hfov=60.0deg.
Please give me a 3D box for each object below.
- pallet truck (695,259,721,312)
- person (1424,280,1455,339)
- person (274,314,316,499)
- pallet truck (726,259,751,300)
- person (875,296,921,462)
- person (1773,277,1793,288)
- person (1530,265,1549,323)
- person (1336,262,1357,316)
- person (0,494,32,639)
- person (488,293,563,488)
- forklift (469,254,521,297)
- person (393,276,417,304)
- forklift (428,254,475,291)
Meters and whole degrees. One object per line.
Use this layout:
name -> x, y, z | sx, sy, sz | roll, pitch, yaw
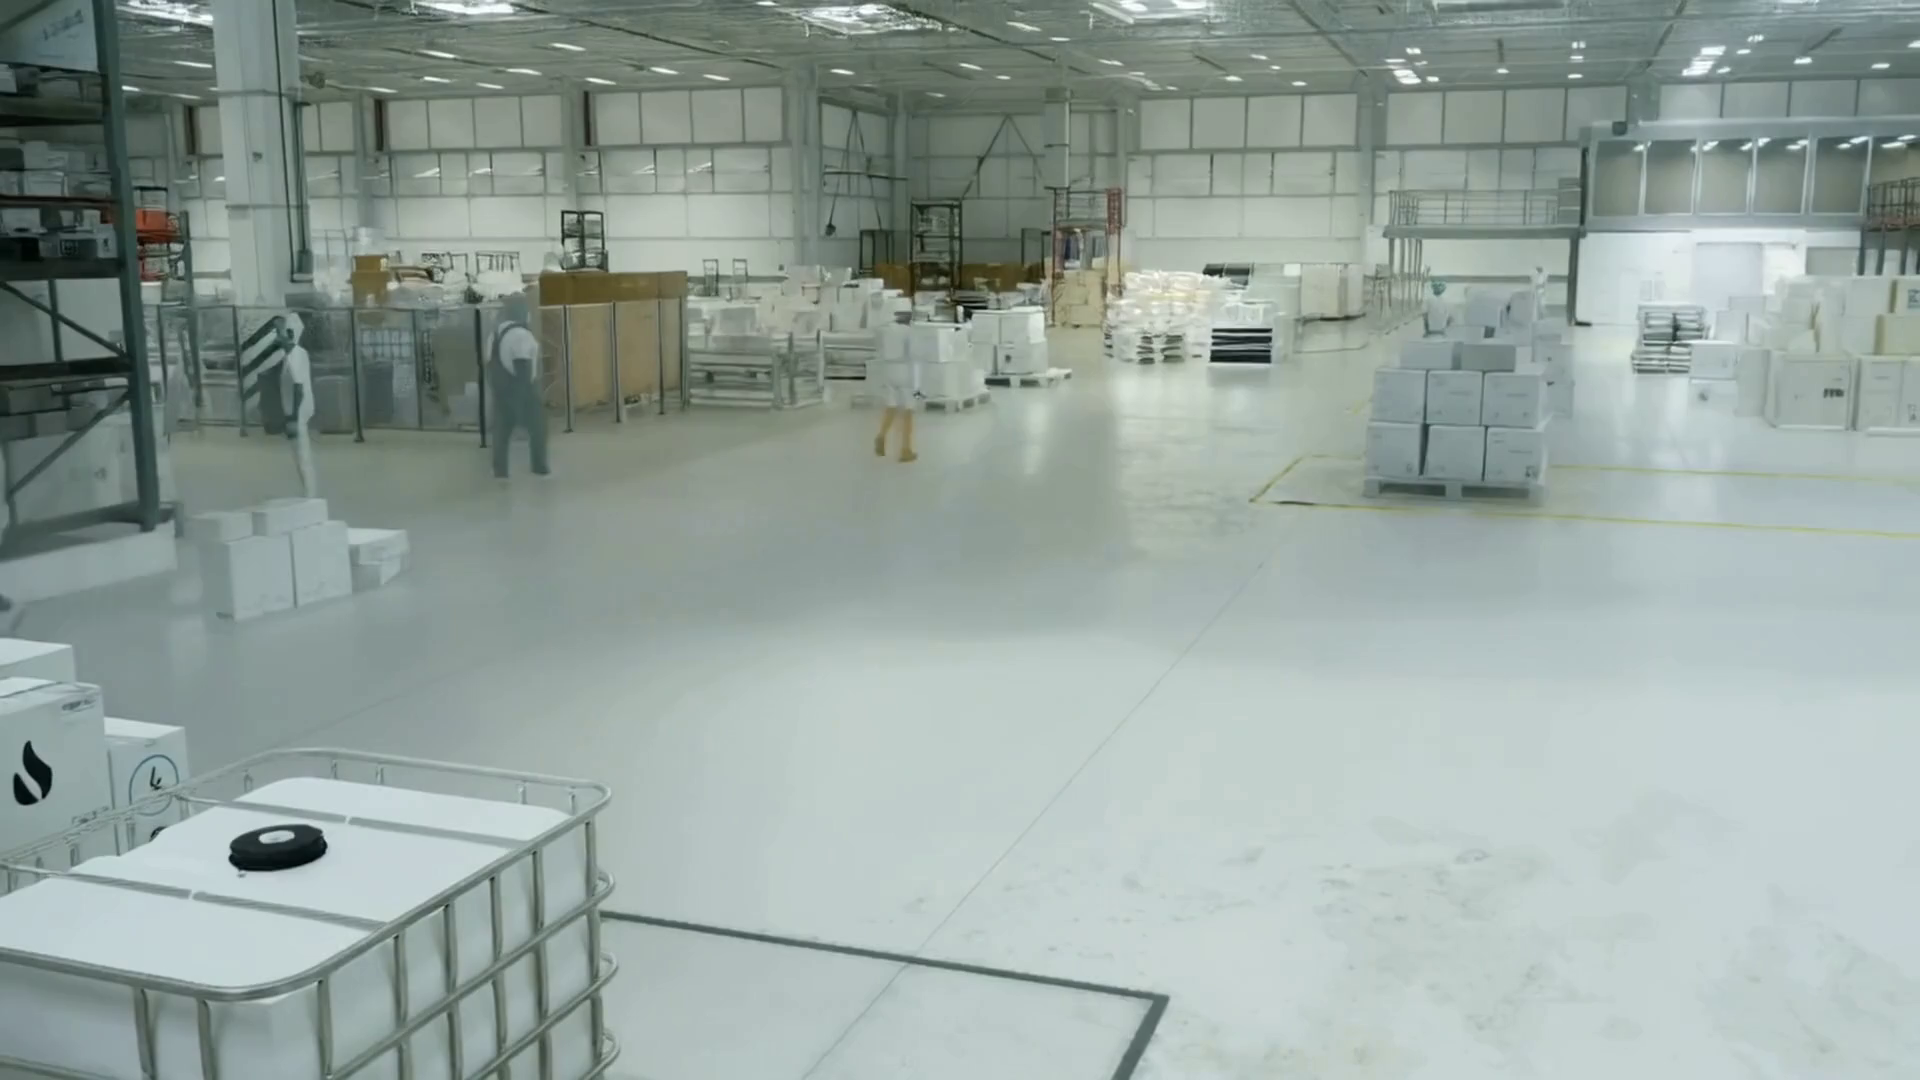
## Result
pallet truck -> -9.165, -9.627, 62.776 | 0.823, 1.965, 1.885 | 4, 11, 23
person -> 8.737, -3.798, 30.307 | 0.521, 1.873, 0.336 | 4, 11, 22
person -> -6.120, -1.137, 15.311 | 0.328, 1.876, 0.514 | -3, 10, -16
pallet truck -> -7.986, -9.493, 62.019 | 0.823, 1.965, 1.885 | 3, 11, 17
person -> -0.708, -1.838, 19.107 | 0.567, 1.924, 0.604 | 6, 12, 29
person -> 13.164, -3.214, 26.665 | 0.623, 1.993, 0.385 | -10, 14, -44
person -> 18.561, -7.883, 53.380 | 0.610, 1.836, 0.956 | 4, 11, 24
person -> 10.499, -6.511, 45.100 | 0.605, 2.044, 0.374 | 9, 13, 41
person -> -5.965, -0.120, 10.119 | 0.443, 1.680, 0.545 | -2, 10, -9
person -> -4.526, -1.567, 17.263 | 0.697, 2.000, 0.841 | 10, 14, 43
forklift -> -17.990, -10.121, 64.684 | 1.157, 1.987, 2.680 | 3, 11, 17
person -> -13.176, -5.382, 39.524 | 0.533, 1.766, 0.318 | -3, 11, -18
forklift -> -20.133, -10.254, 65.465 | 1.157, 1.987, 2.680 | 3, 11, 19
